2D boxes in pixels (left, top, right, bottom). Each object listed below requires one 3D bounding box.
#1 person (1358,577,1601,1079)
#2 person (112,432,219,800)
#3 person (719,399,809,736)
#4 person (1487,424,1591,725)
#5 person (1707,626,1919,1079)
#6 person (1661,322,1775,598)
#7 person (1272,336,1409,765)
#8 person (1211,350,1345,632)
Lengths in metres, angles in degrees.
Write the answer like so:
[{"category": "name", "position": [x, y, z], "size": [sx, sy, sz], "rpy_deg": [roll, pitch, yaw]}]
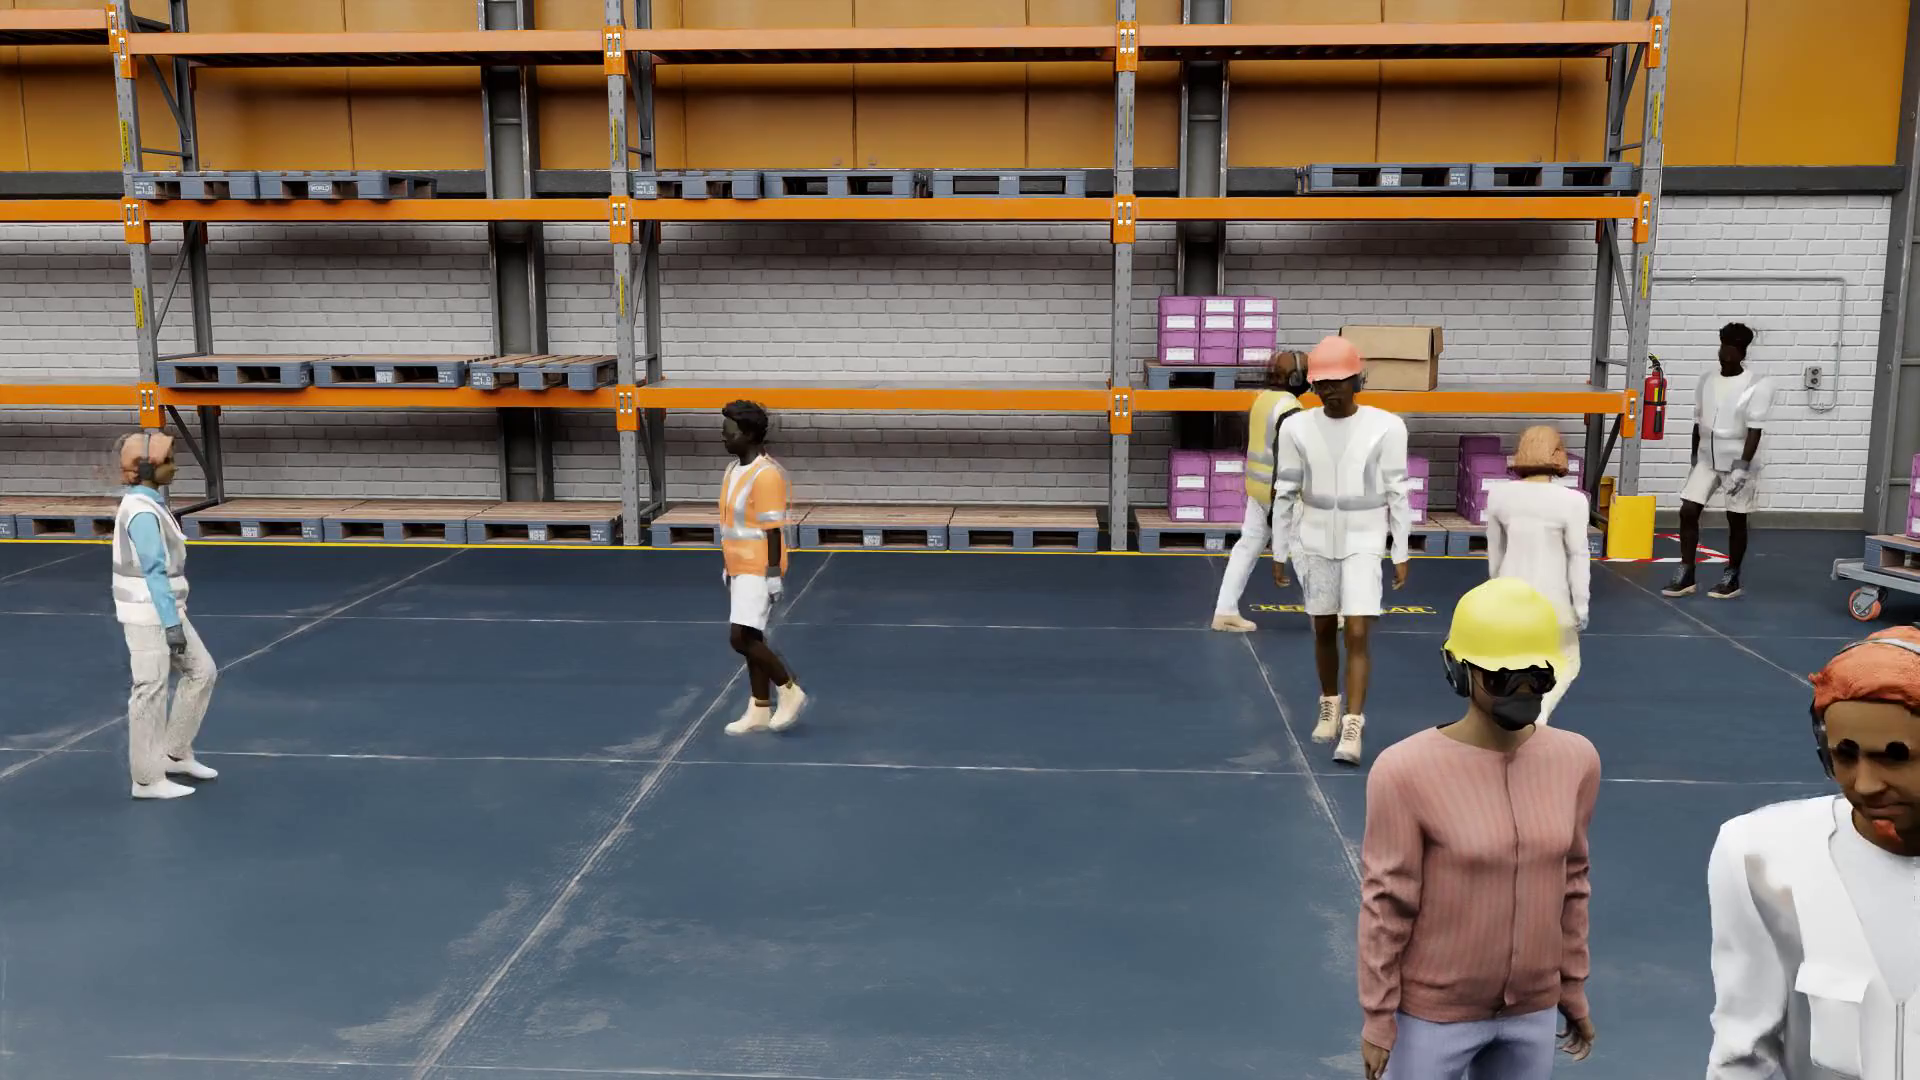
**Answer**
[{"category": "person", "position": [1.048, 0.940, 3.344], "size": [0.533, 1.767, 0.327], "rpy_deg": [-3, 10, -16]}, {"category": "person", "position": [-3.452, 0.338, 7.271], "size": [0.486, 1.619, 0.542], "rpy_deg": [-4, 11, -23]}, {"category": "person", "position": [-1.033, 0.150, 8.185], "size": [0.359, 1.684, 0.545], "rpy_deg": [-5, 11, -26]}, {"category": "person", "position": [2.654, 0.272, 7.679], "size": [0.422, 1.619, 0.520], "rpy_deg": [-9, 13, -41]}, {"category": "person", "position": [1.522, 1.015, 2.651], "size": [0.612, 1.847, 0.652], "rpy_deg": [8, 12, 38]}, {"category": "person", "position": [5.224, -0.525, 11.441], "size": [0.758, 1.922, 0.616], "rpy_deg": [-6, 11, -31]}, {"category": "person", "position": [1.777, 0.046, 7.892], "size": [0.627, 2.005, 0.840], "rpy_deg": [5, 11, 27]}, {"category": "person", "position": [2.038, -0.292, 10.480], "size": [0.946, 1.798, 0.630], "rpy_deg": [-2, 10, -13]}]
